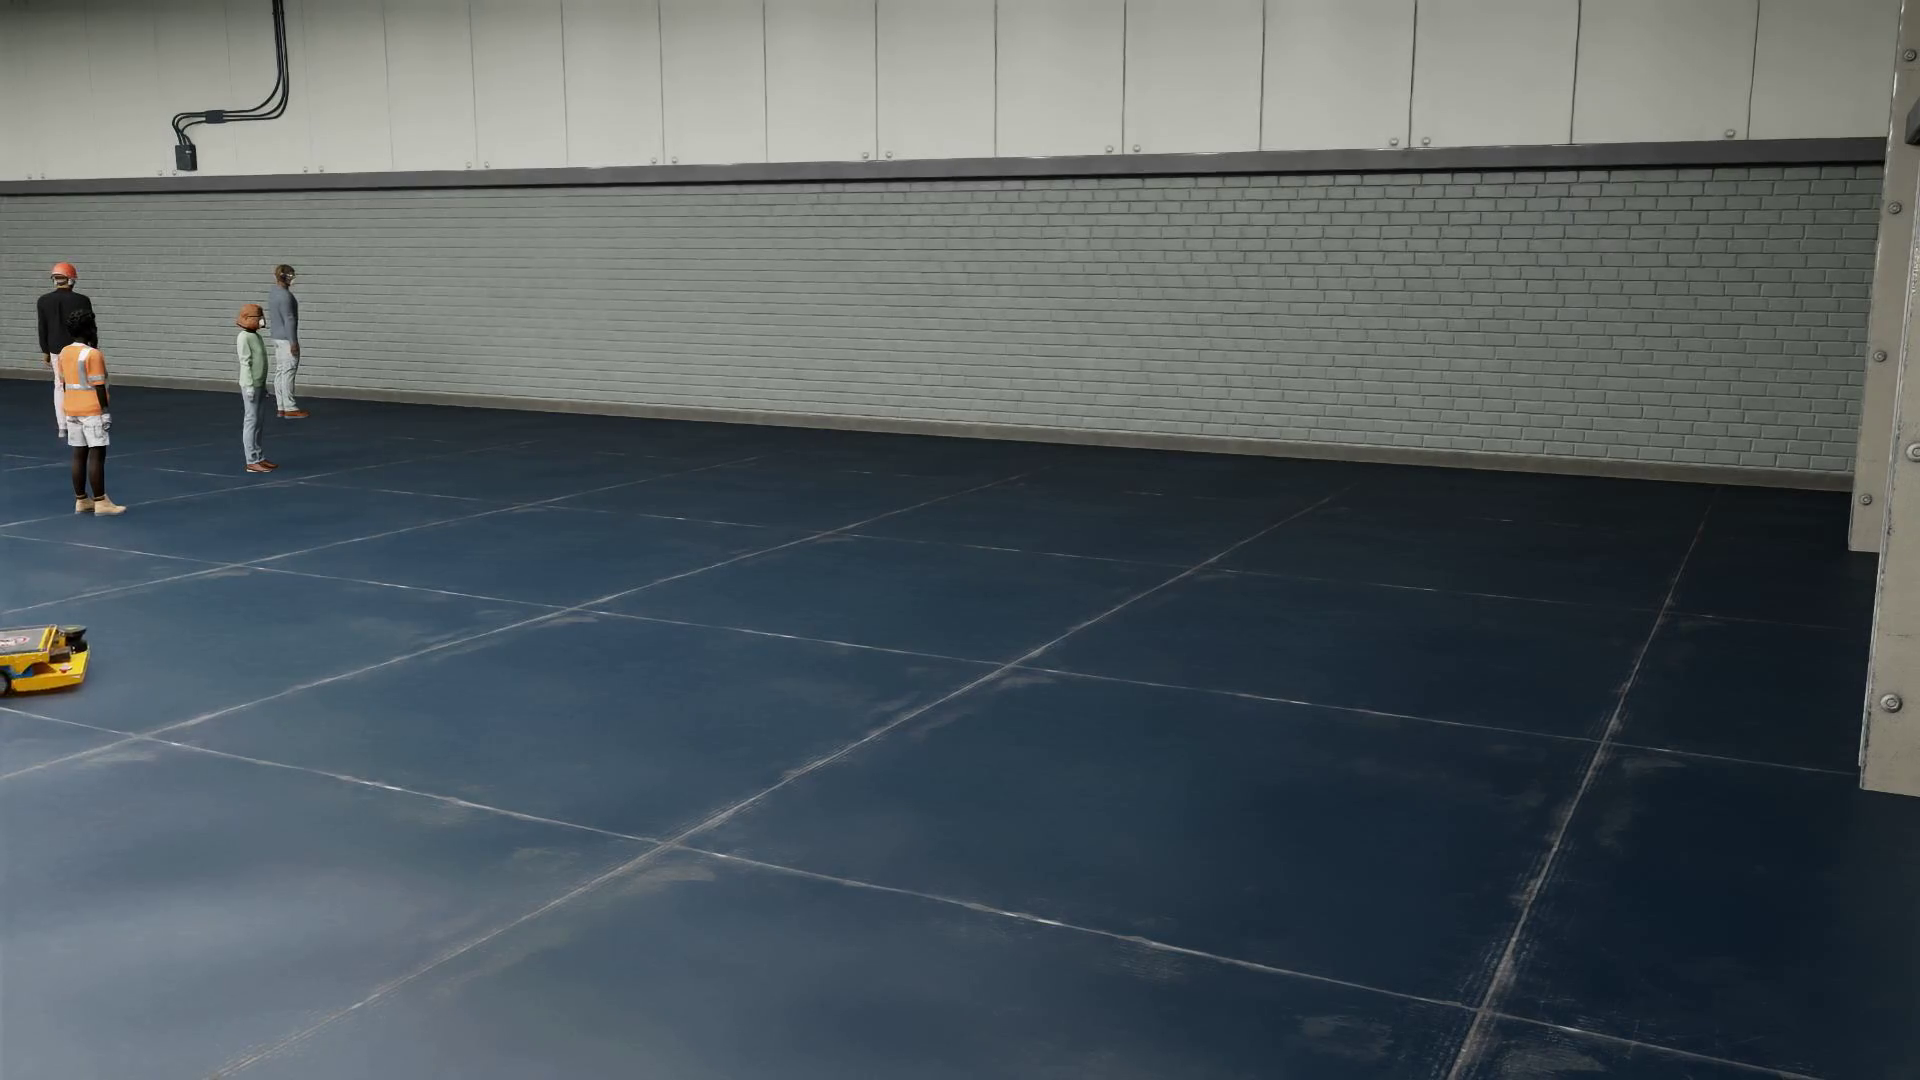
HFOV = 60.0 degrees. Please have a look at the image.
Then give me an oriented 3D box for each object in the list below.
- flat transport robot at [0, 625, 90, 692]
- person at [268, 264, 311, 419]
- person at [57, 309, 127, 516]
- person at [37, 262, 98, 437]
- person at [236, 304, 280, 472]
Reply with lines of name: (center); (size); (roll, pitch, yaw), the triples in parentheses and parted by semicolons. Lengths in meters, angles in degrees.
flat transport robot: (-5.215, 0.640, 8.384); (1.431, 0.197, 0.652); (-5, 11, -24)
person: (-8.483, -2.498, 20.950); (0.353, 1.936, 0.635); (-8, 13, -37)
person: (-7.158, -1.043, 13.671); (0.540, 1.696, 0.315); (6, 12, 31)
person: (-10.161, -2.169, 19.005); (0.623, 1.989, 0.400); (-1, 10, -3)
person: (-6.878, -1.485, 16.254); (0.281, 1.634, 0.498); (-1, 10, -6)
